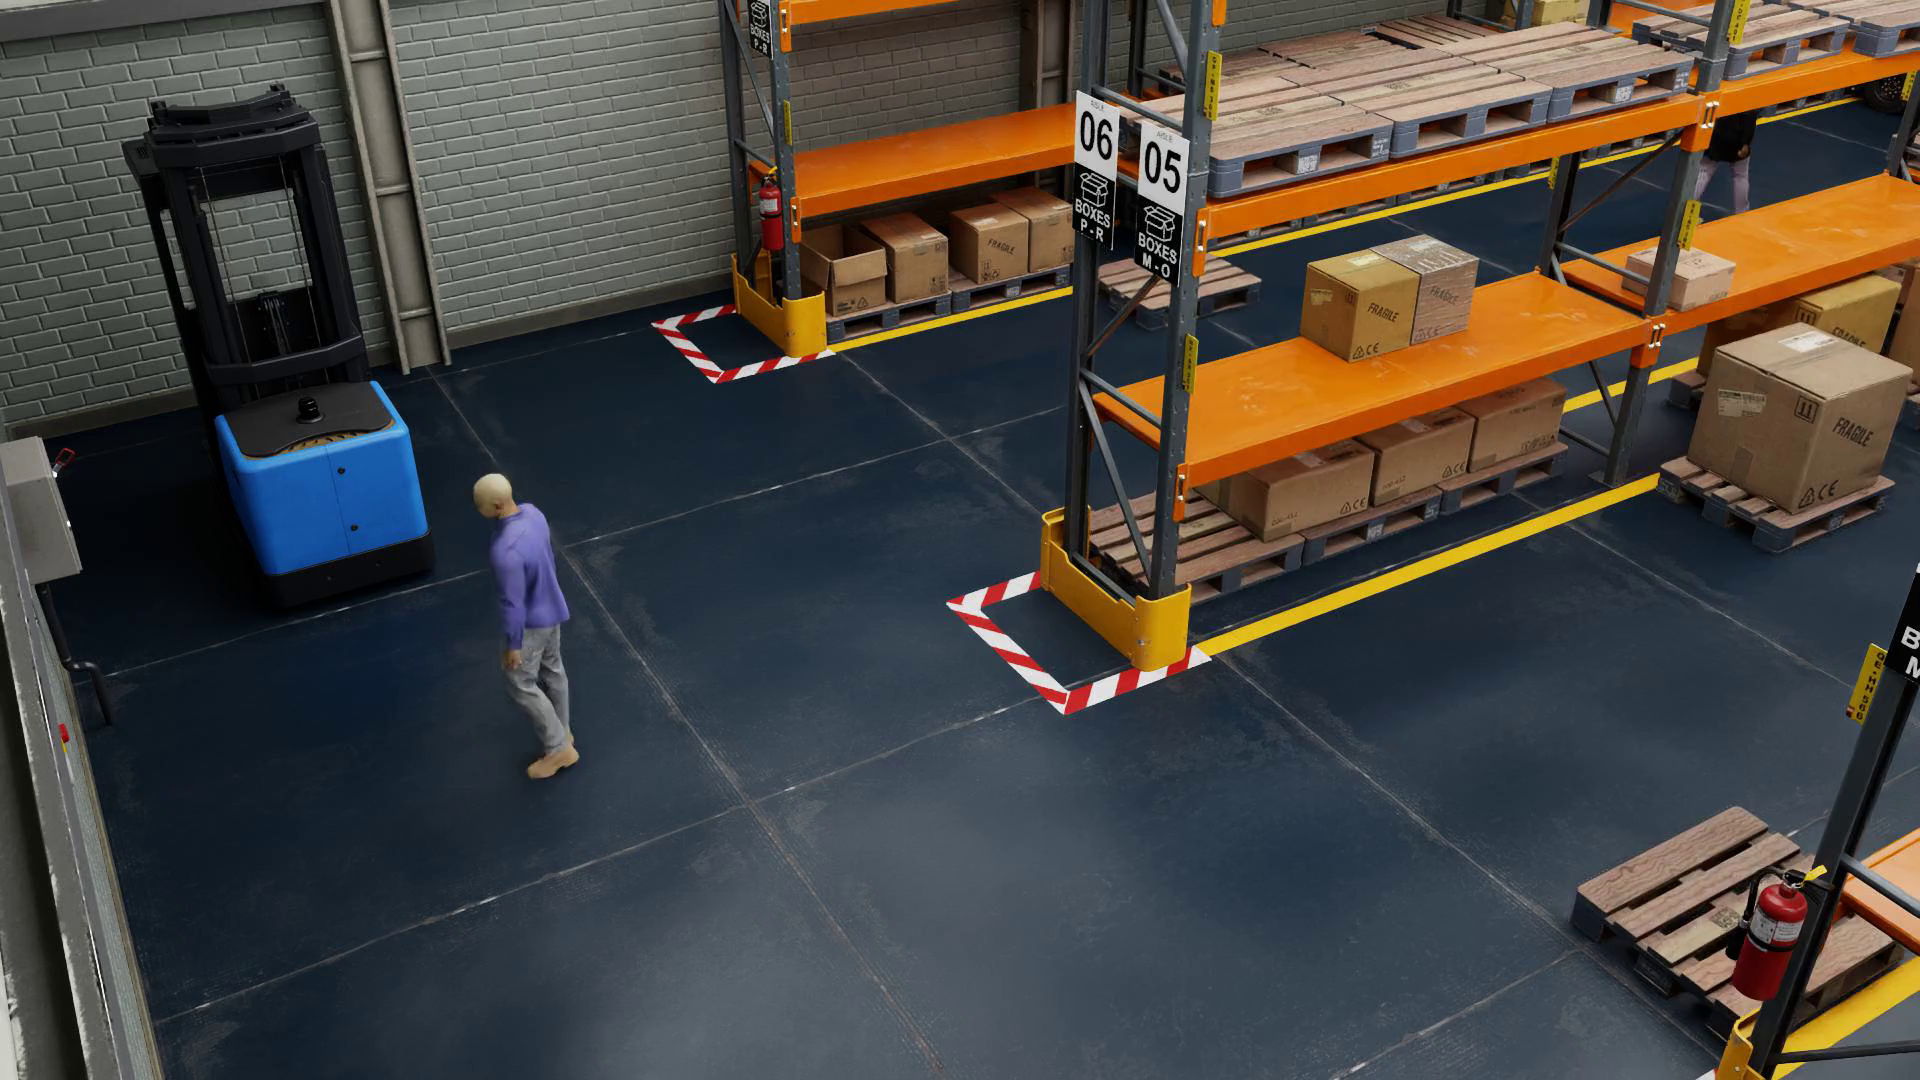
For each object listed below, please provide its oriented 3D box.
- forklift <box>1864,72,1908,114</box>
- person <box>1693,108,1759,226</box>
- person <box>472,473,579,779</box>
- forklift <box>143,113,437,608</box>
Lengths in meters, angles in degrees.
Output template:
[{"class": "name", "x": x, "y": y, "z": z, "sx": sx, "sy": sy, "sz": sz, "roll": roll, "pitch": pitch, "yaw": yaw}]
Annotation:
[{"class": "forklift", "x": 11.468, "y": -5.645, "z": 18.244, "sx": 1.214, "sy": 2.155, "sz": 2.313, "roll": -17, "pitch": 36, "yaw": -26}, {"class": "person", "x": 7.256, "y": -3.818, "z": 15.648, "sx": 0.710, "sy": 1.814, "sz": 0.601, "roll": -21, "pitch": 37, "yaw": -30}, {"class": "person", "x": -2.250, "y": 0.408, "z": 8.848, "sx": 0.406, "sy": 1.781, "sz": 0.726, "roll": 6, "pitch": 32, "yaw": 10}, {"class": "forklift", "x": -4.289, "y": -1.259, "z": 10.509, "sx": 1.129, "sy": 2.768, "sz": 1.873, "roll": -17, "pitch": 36, "yaw": -26}]
